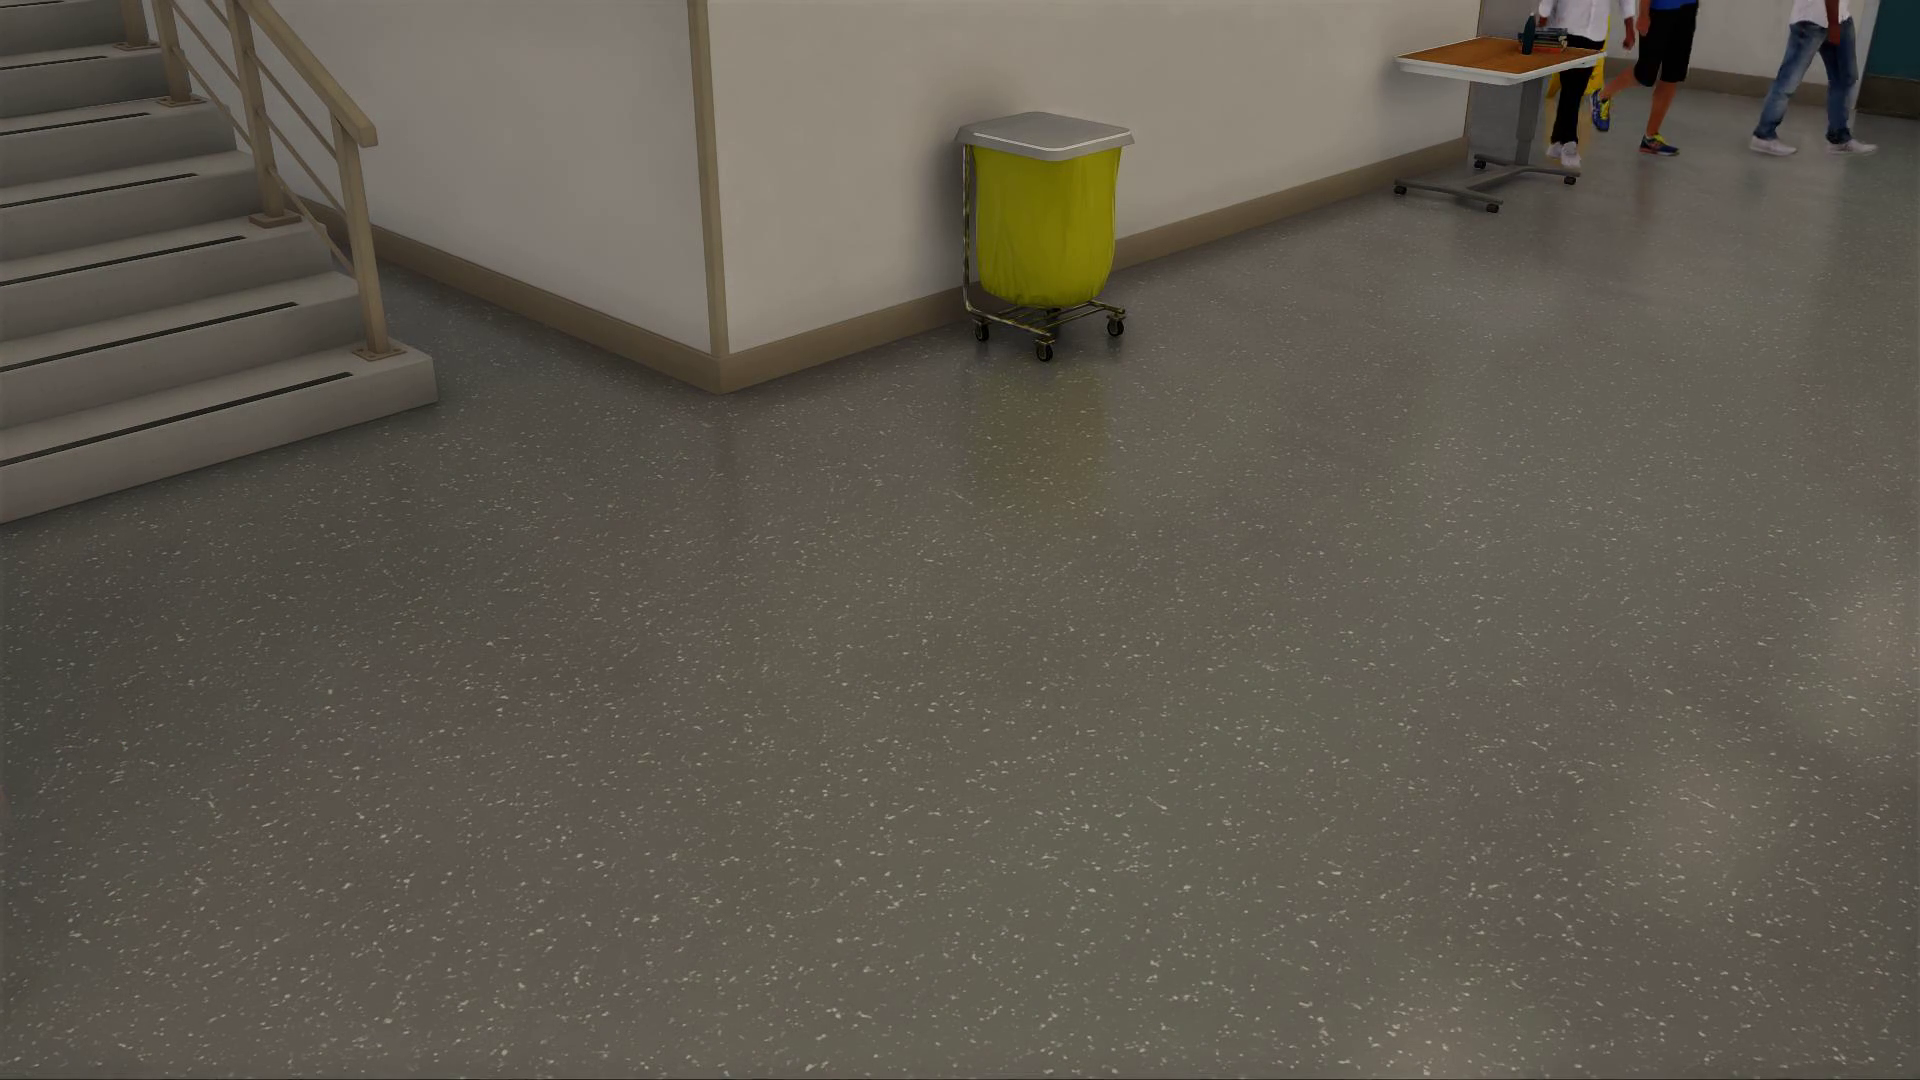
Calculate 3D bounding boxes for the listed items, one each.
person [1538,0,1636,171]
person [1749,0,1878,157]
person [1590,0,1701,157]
[{"bbox_3d":[3.835,-3.238,10.404,0.926,1.780,0.970,-5,26,-10],"label":"person"},{"bbox_3d":[5.428,-3.355,10.645,0.688,1.780,0.943,-20,32,-36],"label":"person"},{"bbox_3d":[4.499,-3.434,10.731,0.801,1.848,1.010,-11,28,-22],"label":"person"}]
